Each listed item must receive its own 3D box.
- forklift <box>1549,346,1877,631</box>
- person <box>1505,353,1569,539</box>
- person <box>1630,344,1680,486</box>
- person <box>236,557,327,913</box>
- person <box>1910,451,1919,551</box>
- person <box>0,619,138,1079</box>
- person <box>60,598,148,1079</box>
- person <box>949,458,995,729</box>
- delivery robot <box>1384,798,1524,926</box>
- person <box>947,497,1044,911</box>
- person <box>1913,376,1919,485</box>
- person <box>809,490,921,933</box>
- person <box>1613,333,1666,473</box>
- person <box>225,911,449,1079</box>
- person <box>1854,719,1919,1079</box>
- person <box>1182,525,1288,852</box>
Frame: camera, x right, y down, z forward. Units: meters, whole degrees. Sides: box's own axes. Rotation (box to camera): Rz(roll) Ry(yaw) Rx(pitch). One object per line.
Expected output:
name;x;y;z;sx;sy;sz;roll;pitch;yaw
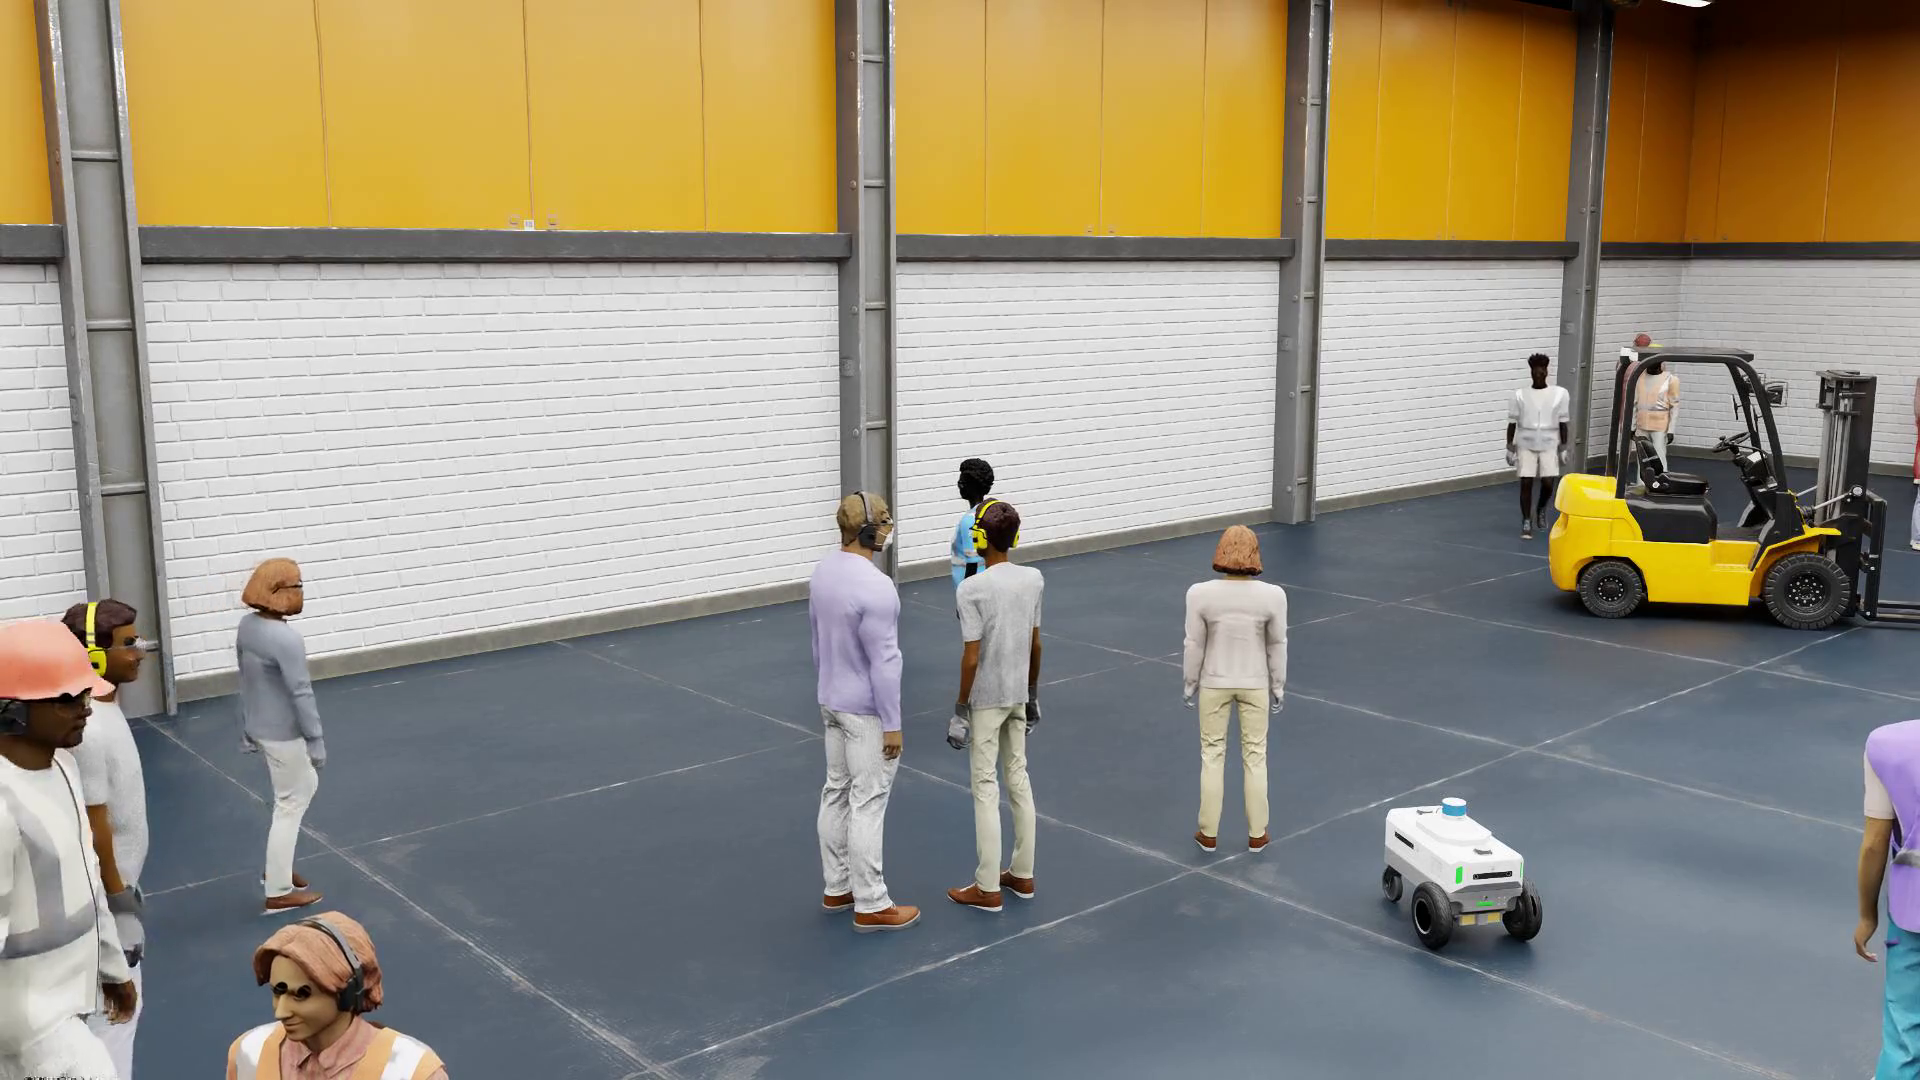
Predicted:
forklift;6.109;-0.478;13.691;2.313;2.155;1.214;3;10;16
person;6.004;-0.976;17.318;0.628;1.945;0.432;3;10;19
person;8.110;-1.336;19.498;0.383;1.922;0.593;-6;11;-31
person;-3.020;0.871;7.483;0.526;1.612;0.403;9;13;42
person;9.737;-0.761;16.605;0.329;1.765;0.525;6;11;29
person;-2.270;1.199;4.391;0.924;2.010;0.648;-2;10;-14
person;-2.719;1.113;5.359;0.318;1.861;0.519;-5;11;-28
person;0.103;0.331;10.411;0.318;1.696;0.532;3;10;14
delivery robot;2.165;1.380;7.327;0.477;0.478;0.707;-2;10;-12
person;0.155;0.738;7.518;0.532;1.871;0.319;-9;13;-42
person;12.490;-1.559;21.296;0.337;1.760;0.526;-6;11;-31
person;-0.431;0.743;7.291;0.368;1.939;0.632;-6;11;-32
person;9.127;-1.821;22.380;0.651;1.911;0.409;3;10;17
person;-1.270;1.550;3.439;0.522;1.638;0.310;2;10;12
person;3.009;1.176;5.026;0.567;1.846;0.389;6;11;29
person;1.354;0.736;8.218;0.509;1.632;0.269;1;10;6
